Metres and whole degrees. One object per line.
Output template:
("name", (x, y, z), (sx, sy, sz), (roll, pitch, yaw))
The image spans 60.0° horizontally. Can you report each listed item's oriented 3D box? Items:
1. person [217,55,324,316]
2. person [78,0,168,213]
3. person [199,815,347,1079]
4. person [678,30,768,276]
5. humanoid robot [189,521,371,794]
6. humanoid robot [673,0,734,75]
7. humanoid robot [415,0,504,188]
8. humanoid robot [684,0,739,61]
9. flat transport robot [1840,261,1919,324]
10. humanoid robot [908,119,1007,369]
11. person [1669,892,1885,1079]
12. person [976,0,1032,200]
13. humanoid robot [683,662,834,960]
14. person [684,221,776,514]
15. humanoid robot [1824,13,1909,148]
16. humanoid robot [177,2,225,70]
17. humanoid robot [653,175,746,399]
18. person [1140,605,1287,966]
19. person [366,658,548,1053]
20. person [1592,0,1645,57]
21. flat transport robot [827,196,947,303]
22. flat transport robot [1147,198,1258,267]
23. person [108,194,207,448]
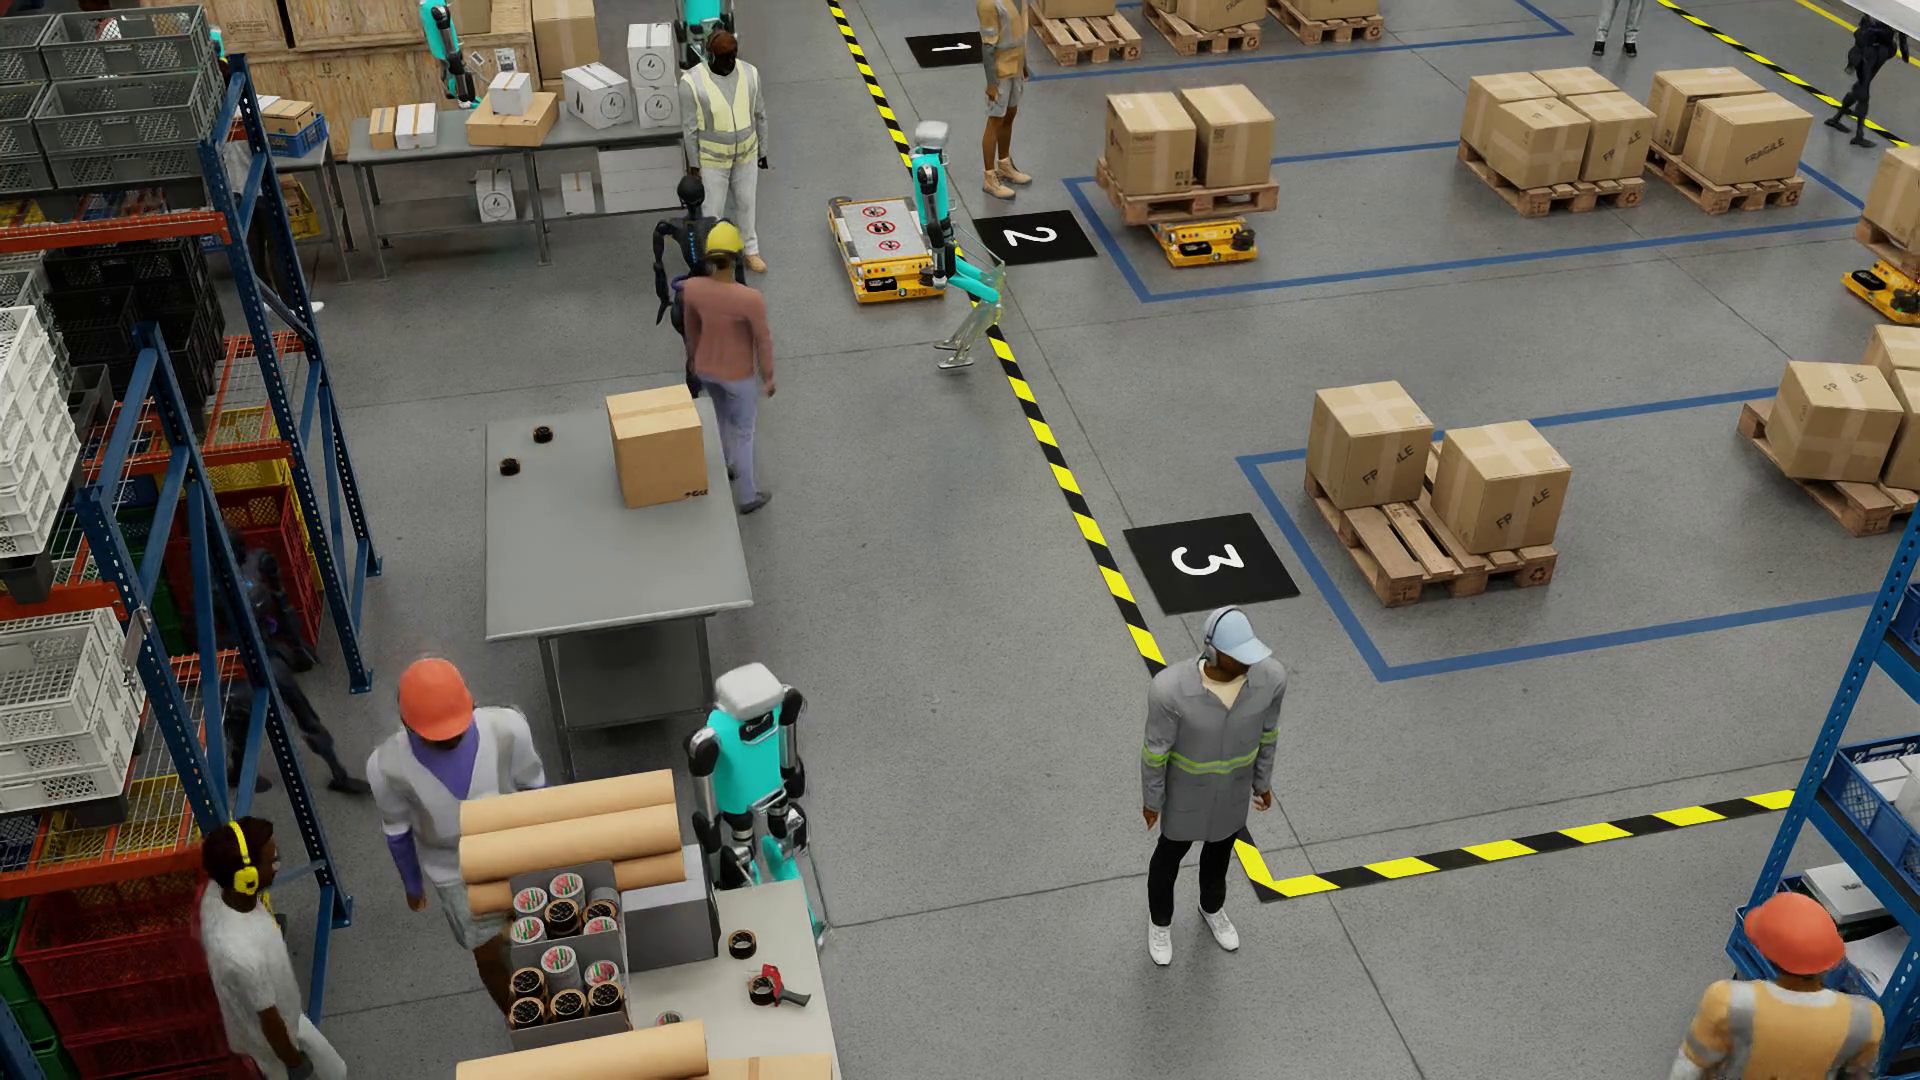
("person", (-4.844, -2.414, 11.457), (0.511, 1.870, 0.326), (23, 42, 27))
("person", (-6.284, -3.349, 12.674), (0.376, 1.916, 0.591), (-19, 41, -24))
("person", (-2.480, 1.758, 5.883), (0.759, 1.831, 0.579), (-17, 40, -21))
("person", (-1.664, -2.766, 11.965), (0.628, 1.835, 0.429), (-18, 40, -22))
("humanoid robot", (-3.231, 0.573, 7.638), (0.761, 1.627, 0.590), (12, 38, 16))
("humanoid robot", (-1.961, -3.901, 13.594), (0.554, 1.757, 1.041), (-24, 43, -29))
("humanoid robot", (-3.836, -3.647, 13.188), (0.689, 1.748, 0.530), (-20, 41, -25))
("humanoid robot", (-2.227, -4.823, 14.837), (0.546, 1.753, 1.037), (-13, 39, -17))
("flat transport robot", (7.241, -1.876, 12.052), (1.431, 0.197, 0.652), (-8, 37, -10))
("humanoid robot", (0.045, -1.898, 10.763), (0.735, 1.676, 0.533), (-1, 37, -1))
("person", (2.712, 1.905, 5.619), (0.660, 1.905, 0.590), (10, 38, 13))
("person", (0.372, -3.707, 13.049), (0.366, 2.048, 0.606), (18, 40, 23))
("humanoid robot", (-0.660, 1.325, 6.567), (0.888, 1.788, 0.568), (29, 46, 33))
("person", (-1.316, -1.012, 9.684), (0.560, 1.737, 0.578), (16, 39, 20))
("humanoid robot", (7.767, -4.150, 13.968), (0.595, 1.635, 0.678), (-14, 39, -18))
("humanoid robot", (-5.698, -3.088, 12.431), (0.670, 1.760, 0.540), (-18, 40, -23))
("humanoid robot", (-1.611, -1.478, 10.347), (0.599, 1.657, 0.315), (-1, 37, -1))
("person", (1.024, 1.016, 6.861), (0.593, 1.852, 0.362), (-8, 37, -11))
("person", (-1.894, 1.182, 6.504), (0.630, 2.012, 0.857), (-16, 40, -21))
("person", (6.343, -5.457, 15.579), (0.599, 1.828, 0.404), (5, 37, 7))
("flat transport robot", (-0.570, -2.220, 12.538), (0.659, 0.231, 1.431), (-8, 37, -10))
("flat transport robot", (1.764, -2.567, 12.981), (0.652, 0.197, 1.431), (-8, 37, -10))
("person", (-4.733, -1.173, 9.836), (0.438, 1.824, 0.618), (13, 39, 17))
